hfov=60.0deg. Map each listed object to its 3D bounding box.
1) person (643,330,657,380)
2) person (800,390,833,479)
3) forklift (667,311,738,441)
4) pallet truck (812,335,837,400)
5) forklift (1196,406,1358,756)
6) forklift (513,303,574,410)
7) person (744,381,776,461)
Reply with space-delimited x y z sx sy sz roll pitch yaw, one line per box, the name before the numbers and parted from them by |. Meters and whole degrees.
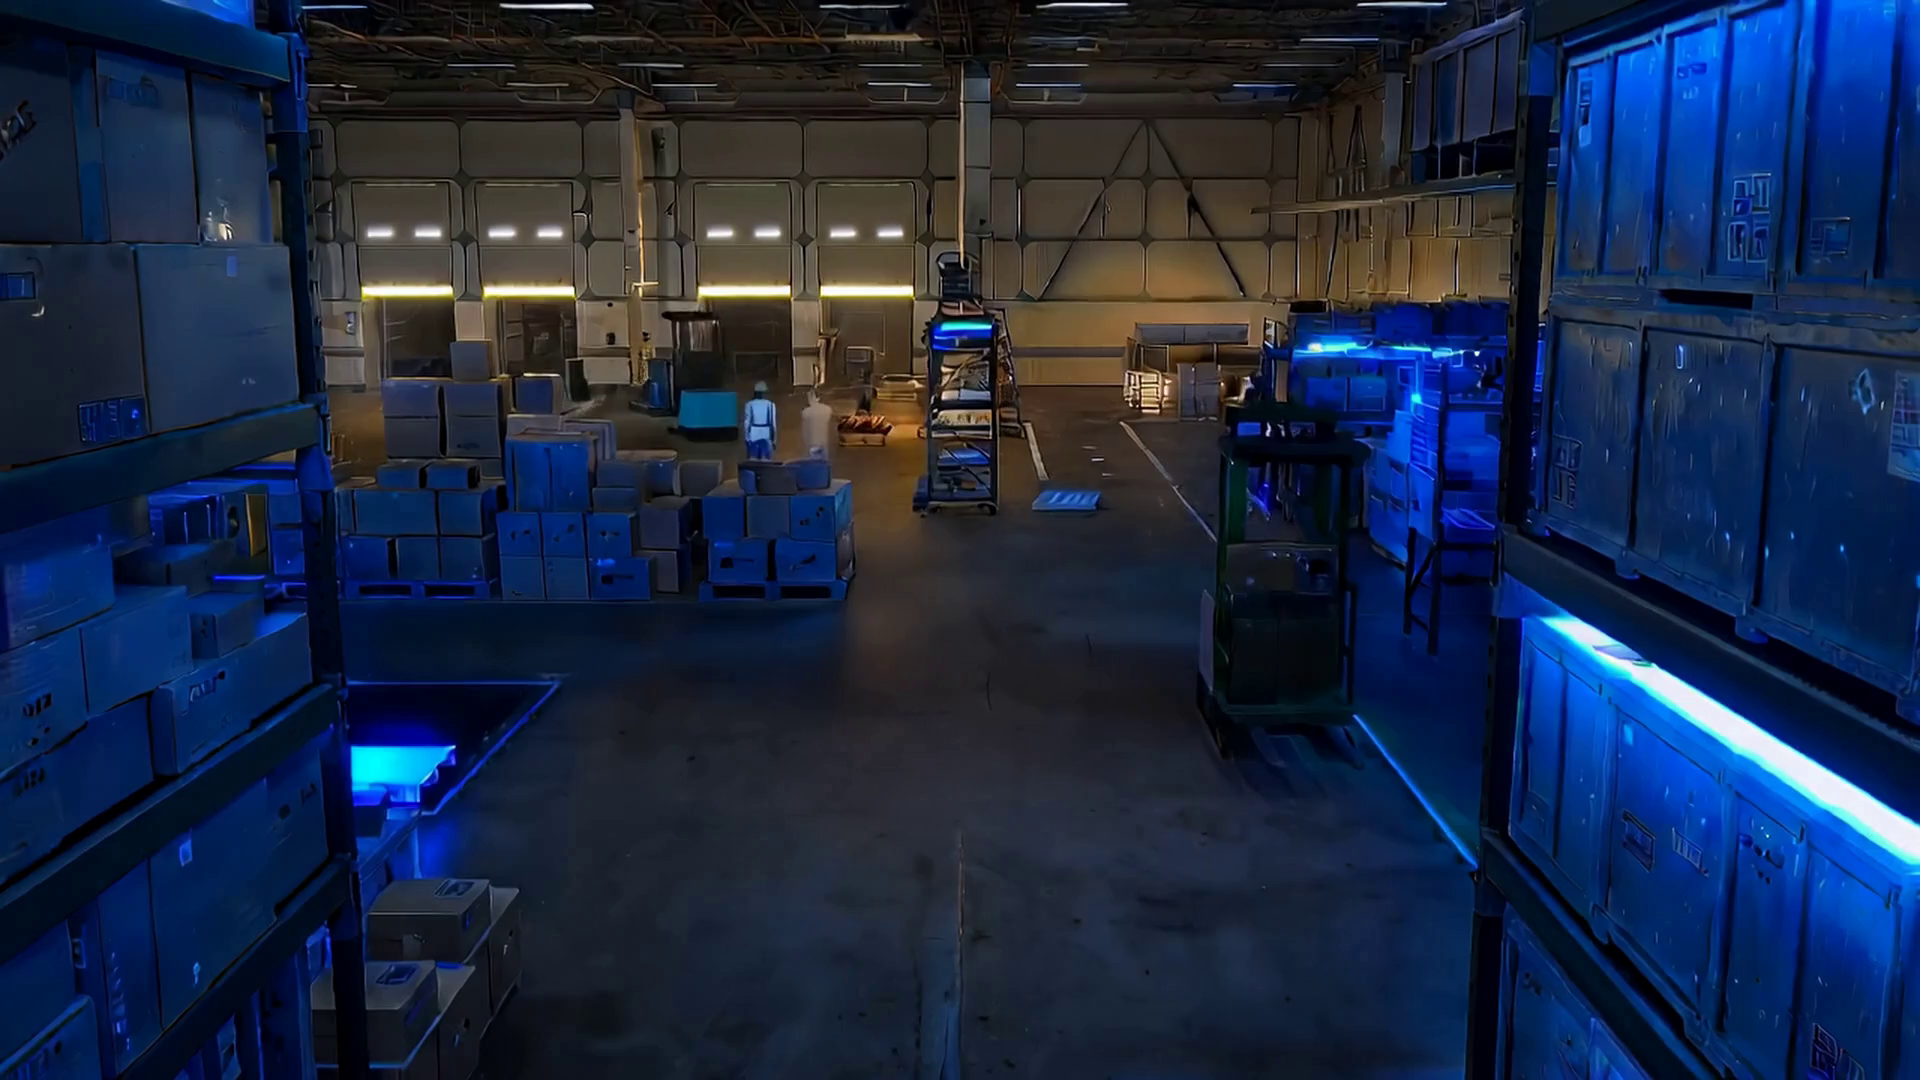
person | -8.807 -4.975 47.155 0.389 1.930 0.544 -7 12 -37
person | -2.396 -1.542 27.503 0.646 1.881 1.044 -7 12 -35
forklift | -5.744 -3.686 36.967 1.129 2.768 1.873 -5 11 -25
pallet truck | -3.021 -4.312 43.126 1.885 1.965 0.823 3 10 17
forklift | 2.693 0.251 14.255 1.129 2.768 1.873 0 10 1
forklift | -10.722 -4.664 42.608 1.129 2.768 1.873 0 10 1
person | -3.468 -1.799 28.855 0.567 1.914 0.569 -3 10 -17
